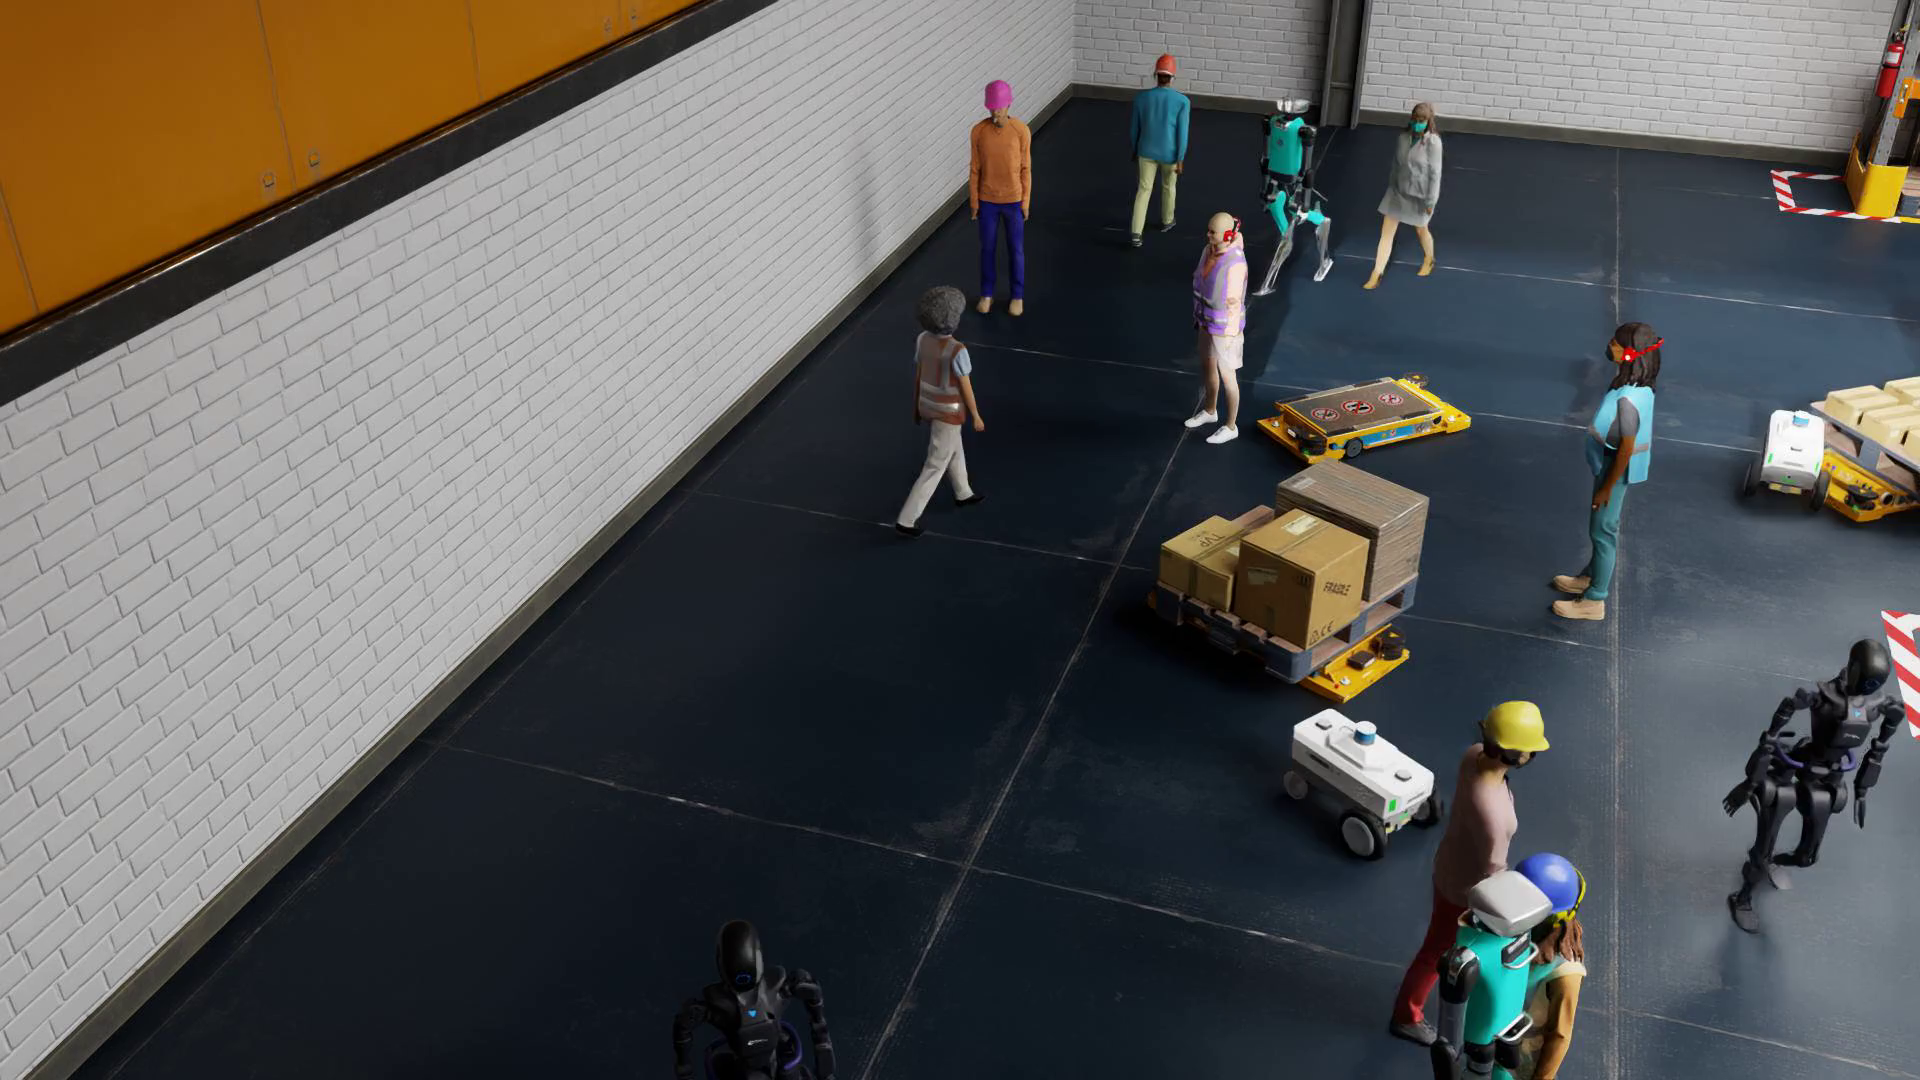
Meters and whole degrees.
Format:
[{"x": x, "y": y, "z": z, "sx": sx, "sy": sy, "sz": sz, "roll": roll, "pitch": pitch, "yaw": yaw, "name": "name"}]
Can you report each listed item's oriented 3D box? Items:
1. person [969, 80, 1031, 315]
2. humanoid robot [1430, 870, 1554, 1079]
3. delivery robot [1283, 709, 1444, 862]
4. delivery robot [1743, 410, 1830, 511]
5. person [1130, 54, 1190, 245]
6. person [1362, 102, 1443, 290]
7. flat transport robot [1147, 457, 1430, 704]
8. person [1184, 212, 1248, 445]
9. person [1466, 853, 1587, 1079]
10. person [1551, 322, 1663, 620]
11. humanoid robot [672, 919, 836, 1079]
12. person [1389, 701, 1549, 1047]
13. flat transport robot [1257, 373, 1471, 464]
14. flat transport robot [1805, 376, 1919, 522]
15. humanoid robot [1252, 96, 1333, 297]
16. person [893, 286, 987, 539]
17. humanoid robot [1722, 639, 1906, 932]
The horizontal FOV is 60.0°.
[{"x": 0.327, "y": -2.826, "z": 13.757, "sx": 0.517, "sy": 1.974, "sz": 0.398, "roll": 4, "pitch": 31, "yaw": 7, "name": "person"}, {"x": 1.943, "y": 1.990, "z": 5.791, "sx": 0.536, "sy": 1.795, "sz": 0.657, "roll": -24, "pitch": 38, "yaw": -35, "name": "humanoid robot"}, {"x": 2.014, "y": 1.194, "z": 8.325, "sx": 0.499, "sy": 0.608, "sz": 0.799, "roll": -21, "pitch": 36, "yaw": -31, "name": "delivery robot"}, {"x": 5.664, "y": -0.569, "z": 11.330, "sx": 0.499, "sy": 0.613, "sz": 0.811, "roll": 13, "pitch": 33, "yaw": 21, "name": "delivery robot"}, {"x": 1.814, "y": -3.593, "z": 15.319, "sx": 0.564, "sy": 1.705, "sz": 0.894, "roll": 10, "pitch": 32, "yaw": 17, "name": "person"}, {"x": 3.924, "y": -2.996, "z": 14.385, "sx": 0.513, "sy": 1.620, "sz": 0.853, "roll": 26, "pitch": 39, "yaw": 37, "name": "person"}, {"x": 1.865, "y": 0.476, "z": 9.815, "sx": 0.659, "sy": 0.231, "sz": 1.431, "roll": -26, "pitch": 39, "yaw": -37, "name": "flat transport robot"}, {"x": 1.832, "y": -1.513, "z": 11.802, "sx": 0.353, "sy": 1.685, "sz": 0.486, "roll": -13, "pitch": 33, "yaw": -22, "name": "person"}, {"x": 1.989, "y": 1.826, "z": 6.032, "sx": 0.316, "sy": 1.776, "sz": 0.464, "roll": -8, "pitch": 31, "yaw": -14, "name": "person"}, {"x": 3.807, "y": -0.390, "z": 9.714, "sx": 0.390, "sy": 1.865, "sz": 0.520, "roll": 12, "pitch": 32, "yaw": 19, "name": "person"}, {"x": -0.687, "y": 1.985, "z": 5.893, "sx": 0.609, "sy": 1.630, "sz": 0.760, "roll": -11, "pitch": 32, "yaw": -17, "name": "humanoid robot"}, {"x": 2.181, "y": 1.407, "z": 6.774, "sx": 0.693, "sy": 1.745, "sz": 0.541, "roll": 7, "pitch": 31, "yaw": 12, "name": "person"}, {"x": 2.953, "y": -0.890, "z": 12.140, "sx": 1.431, "sy": 0.231, "sz": 0.659, "roll": -13, "pitch": 33, "yaw": -21, "name": "flat transport robot"}, {"x": 6.489, "y": -0.452, "z": 11.394, "sx": 1.431, "sy": 0.231, "sz": 0.659, "roll": -10, "pitch": 32, "yaw": -16, "name": "flat transport robot"}, {"x": 2.967, "y": -2.985, "z": 14.300, "sx": 1.015, "sy": 1.775, "sz": 0.532, "roll": -24, "pitch": 38, "yaw": -35, "name": "humanoid robot"}, {"x": -0.140, "y": -0.820, "z": 10.655, "sx": 0.848, "sy": 1.647, "sz": 0.446, "roll": -22, "pitch": 37, "yaw": -33, "name": "person"}, {"x": 3.772, "y": 1.048, "z": 7.482, "sx": 0.613, "sy": 1.619, "sz": 0.556, "roll": 1, "pitch": 30, "yaw": 2, "name": "humanoid robot"}]
